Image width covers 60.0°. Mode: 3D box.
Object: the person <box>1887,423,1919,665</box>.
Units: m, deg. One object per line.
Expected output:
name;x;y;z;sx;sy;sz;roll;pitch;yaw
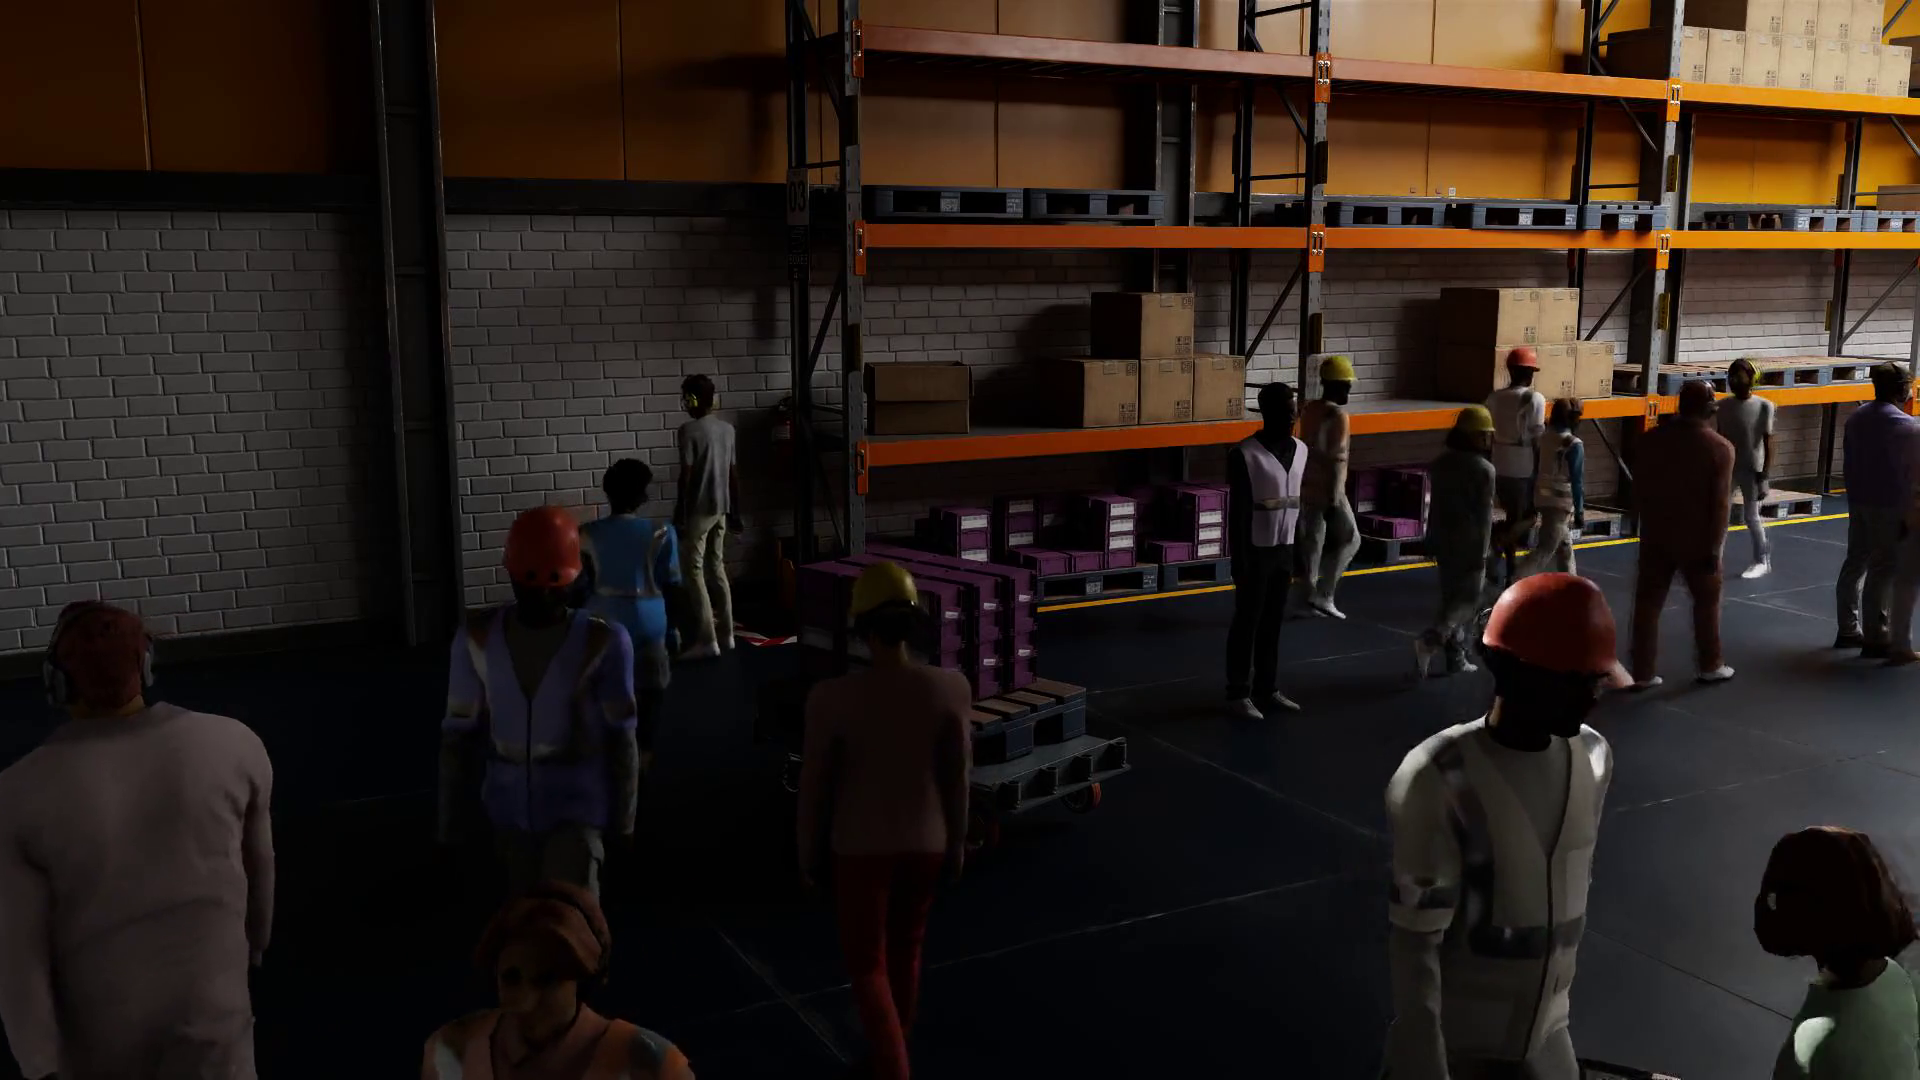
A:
person;6.358;-0.098;10.702;0.902;1.807;0.628;-7;12;-33

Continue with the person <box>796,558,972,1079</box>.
person;-0.216;0.920;5.032;0.531;1.737;0.794;-3;10;-19

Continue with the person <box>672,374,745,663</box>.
person;-1.636;-0.140;10.824;0.535;1.846;0.761;6;12;31

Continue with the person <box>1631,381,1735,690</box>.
person;4.427;-0.029;10.111;0.877;1.871;0.652;-8;13;-39

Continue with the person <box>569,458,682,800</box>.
person;-1.603;0.445;7.917;0.556;1.671;0.498;-1;10;-4

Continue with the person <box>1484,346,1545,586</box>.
person;4.295;-0.555;13.009;0.622;1.912;0.581;-6;11;-30

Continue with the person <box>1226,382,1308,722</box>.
person;1.736;0.055;9.478;0.594;1.917;0.373;-8;13;-39

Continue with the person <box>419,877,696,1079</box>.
person;-0.672;1.350;2.879;0.537;1.628;0.476;3;10;16

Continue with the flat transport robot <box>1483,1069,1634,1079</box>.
flat transport robot;1.971;1.724;4.610;1.431;0.197;0.652;6;11;29

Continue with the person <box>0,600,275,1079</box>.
person;-1.909;1.059;3.913;0.639;1.858;1.009;-8;12;-38

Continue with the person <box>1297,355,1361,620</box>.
person;2.628;-0.363;11.919;0.442;1.910;0.587;-4;10;-20

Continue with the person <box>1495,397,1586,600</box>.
person;4.315;-0.249;12.163;0.823;1.600;0.545;-2;10;-10

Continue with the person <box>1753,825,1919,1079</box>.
person;1.587;1.320;3.142;0.801;1.580;0.509;9;13;42

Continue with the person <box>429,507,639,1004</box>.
person;-1.273;0.850;4.950;0.564;1.892;0.898;1;10;7

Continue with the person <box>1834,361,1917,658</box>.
person;6.021;-0.201;10.892;0.372;1.940;0.631;-1;10;-6

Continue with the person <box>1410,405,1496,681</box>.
person;3.009;0.033;10.186;0.662;1.721;0.483;-6;12;-33

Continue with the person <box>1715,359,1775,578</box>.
person;6.243;-0.543;13.268;0.973;1.814;0.541;-8;13;-40

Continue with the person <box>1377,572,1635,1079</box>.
person;1.176;1.043;3.654;0.623;1.984;1.088;-4;11;-22
